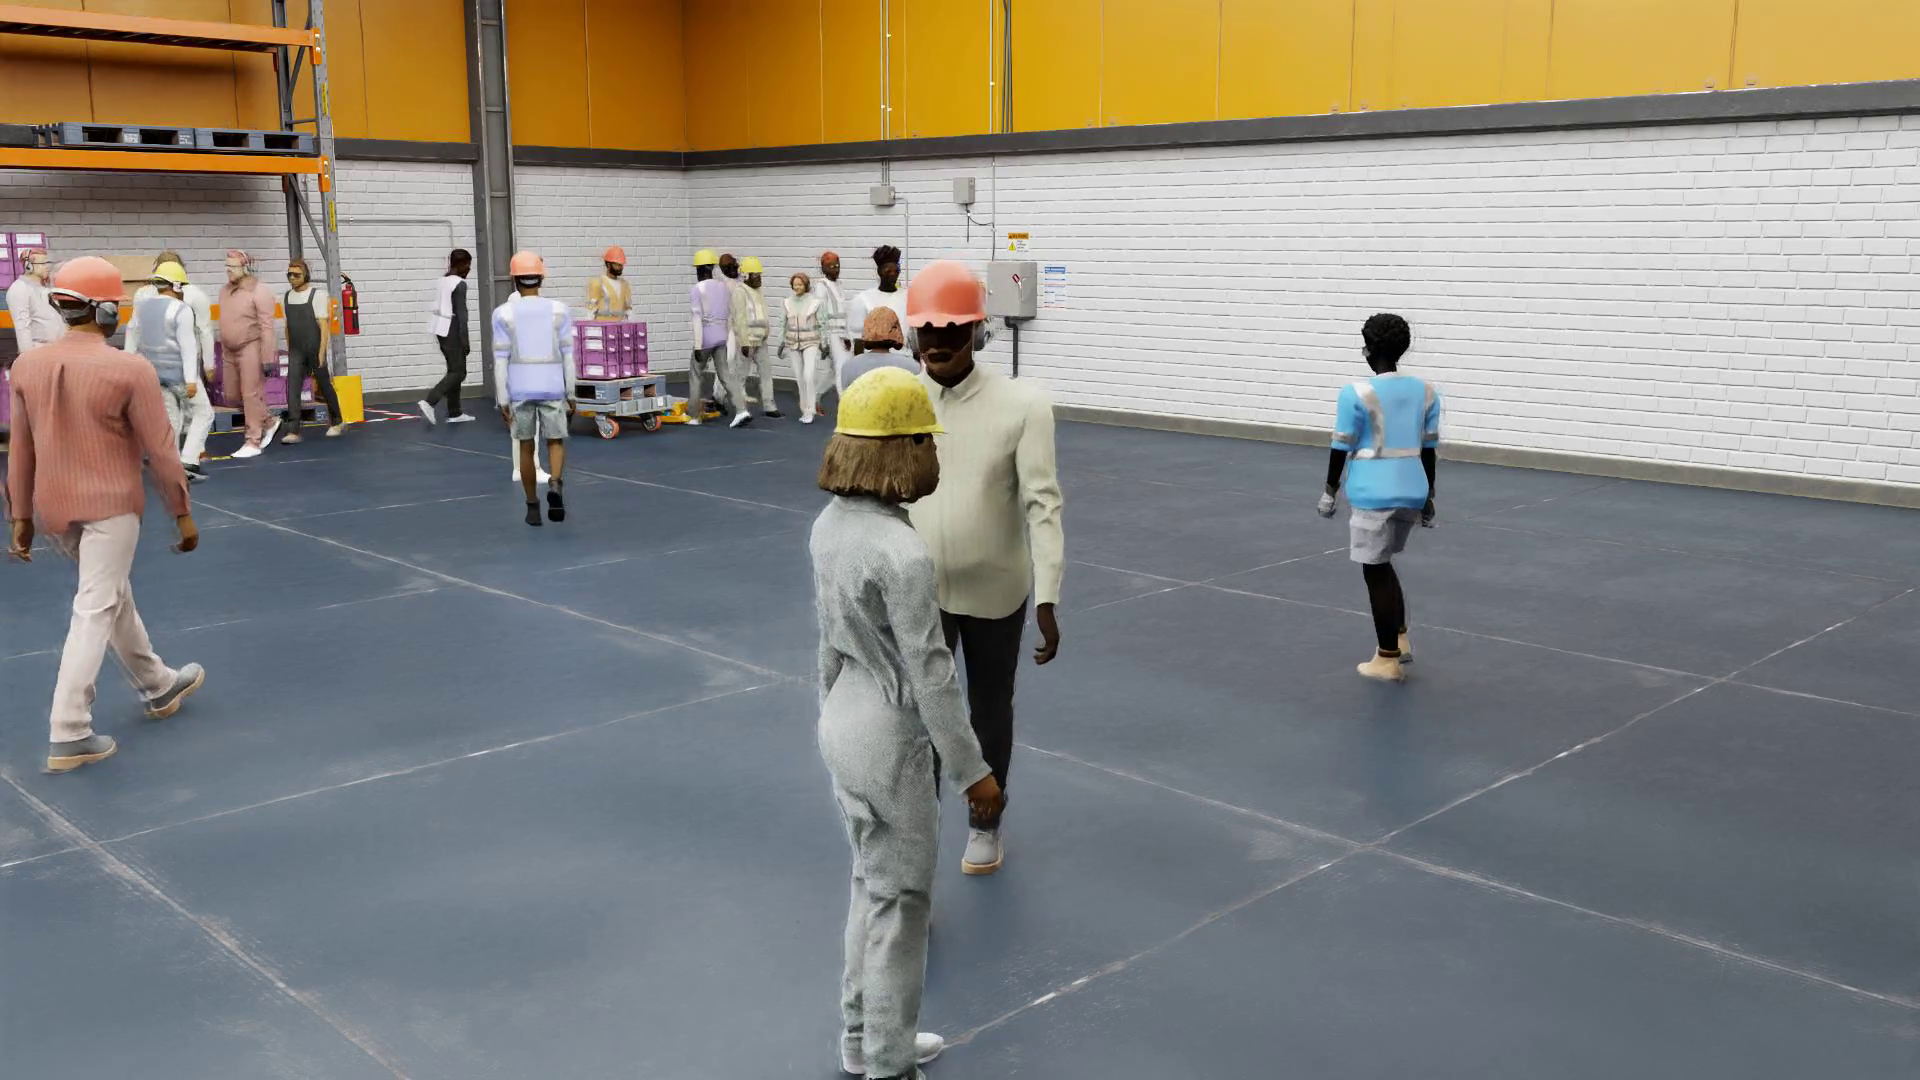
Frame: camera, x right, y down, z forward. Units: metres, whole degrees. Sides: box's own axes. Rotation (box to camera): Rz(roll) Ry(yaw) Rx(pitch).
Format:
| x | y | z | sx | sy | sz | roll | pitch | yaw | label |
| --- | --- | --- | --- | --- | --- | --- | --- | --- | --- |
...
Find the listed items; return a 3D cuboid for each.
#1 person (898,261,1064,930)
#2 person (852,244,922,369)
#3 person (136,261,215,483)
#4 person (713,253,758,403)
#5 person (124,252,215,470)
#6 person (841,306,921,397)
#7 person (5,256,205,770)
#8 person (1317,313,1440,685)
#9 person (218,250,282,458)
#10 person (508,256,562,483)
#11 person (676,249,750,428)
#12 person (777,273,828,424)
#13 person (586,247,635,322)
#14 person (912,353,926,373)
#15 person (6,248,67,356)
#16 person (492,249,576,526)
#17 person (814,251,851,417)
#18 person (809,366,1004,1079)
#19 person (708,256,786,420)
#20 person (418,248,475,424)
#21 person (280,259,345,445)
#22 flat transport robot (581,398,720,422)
| x | y | z | sx | sy | sz | roll | pitch | yaw | label |
| --- | --- | --- | --- | --- | --- | --- | --- | --- | --- |
| -0.006 | 0.158 | 4.938 | 0.628 | 1.936 | 1.029 | 1 | 10 | 8 | person |
| -0.598 | -1.385 | 13.343 | 0.606 | 1.953 | 0.584 | -5 | 11 | -24 | person |
| -6.355 | -1.347 | 13.510 | 0.615 | 1.804 | 0.471 | 5 | 11 | 23 | person |
| -2.714 | -2.524 | 19.975 | 0.446 | 1.810 | 0.685 | 7 | 12 | 33 | person |
| -6.787 | -1.518 | 14.258 | 0.701 | 1.868 | 1.050 | 1 | 10 | 7 | person |
| -0.428 | -0.492 | 9.361 | 0.512 | 1.633 | 0.298 | 5 | 11 | 24 | person |
| -3.364 | -0.139 | 6.588 | 0.642 | 1.933 | 1.037 | 2 | 11 | 13 | person |
| 1.902 | -0.185 | 7.547 | 0.533 | 1.674 | 0.443 | -6 | 12 | -29 | person |
| -6.516 | -1.705 | 15.250 | 0.663 | 1.890 | 0.540 | 6 | 12 | 30 | person |
| -3.527 | -1.397 | 13.630 | 0.313 | 1.869 | 0.528 | -8 | 13 | -36 | person |
| -2.604 | -2.121 | 17.553 | 0.975 | 1.886 | 0.603 | 8 | 13 | 36 | person |
| -1.715 | -2.054 | 17.903 | 0.510 | 1.612 | 0.675 | 4 | 11 | 19 | person |
| -3.900 | -2.364 | 18.847 | 0.975 | 1.883 | 0.556 | 6 | 12 | 28 | person |
| -0.312 | -1.516 | 14.635 | 0.550 | 1.722 | 0.885 | -7 | 12 | -33 | person |
| -8.249 | -1.665 | 14.987 | 0.407 | 1.910 | 0.638 | -1 | 10 | -5 | person |
| -2.921 | -1.027 | 11.457 | 0.561 | 1.925 | 0.599 | -3 | 11 | -18 | person |
| -1.383 | -2.233 | 18.230 | 0.707 | 1.863 | 0.609 | 3 | 11 | 15 | person |
| -0.134 | 0.483 | 3.753 | 0.362 | 1.741 | 0.505 | -5 | 11 | -23 | person |
| -2.360 | -2.223 | 18.329 | 0.848 | 1.803 | 0.592 | 4 | 11 | 22 | person |
| -5.512 | -2.165 | 17.780 | 0.677 | 1.885 | 0.623 | -7 | 13 | -35 | person |
| -6.422 | -1.864 | 16.396 | 0.517 | 1.805 | 0.989 | 1 | 10 | 5 | person |
| -3.410 | -1.452 | 18.289 | 1.431 | 0.197 | 0.652 | 6 | 12 | 29 | flat transport robot |
